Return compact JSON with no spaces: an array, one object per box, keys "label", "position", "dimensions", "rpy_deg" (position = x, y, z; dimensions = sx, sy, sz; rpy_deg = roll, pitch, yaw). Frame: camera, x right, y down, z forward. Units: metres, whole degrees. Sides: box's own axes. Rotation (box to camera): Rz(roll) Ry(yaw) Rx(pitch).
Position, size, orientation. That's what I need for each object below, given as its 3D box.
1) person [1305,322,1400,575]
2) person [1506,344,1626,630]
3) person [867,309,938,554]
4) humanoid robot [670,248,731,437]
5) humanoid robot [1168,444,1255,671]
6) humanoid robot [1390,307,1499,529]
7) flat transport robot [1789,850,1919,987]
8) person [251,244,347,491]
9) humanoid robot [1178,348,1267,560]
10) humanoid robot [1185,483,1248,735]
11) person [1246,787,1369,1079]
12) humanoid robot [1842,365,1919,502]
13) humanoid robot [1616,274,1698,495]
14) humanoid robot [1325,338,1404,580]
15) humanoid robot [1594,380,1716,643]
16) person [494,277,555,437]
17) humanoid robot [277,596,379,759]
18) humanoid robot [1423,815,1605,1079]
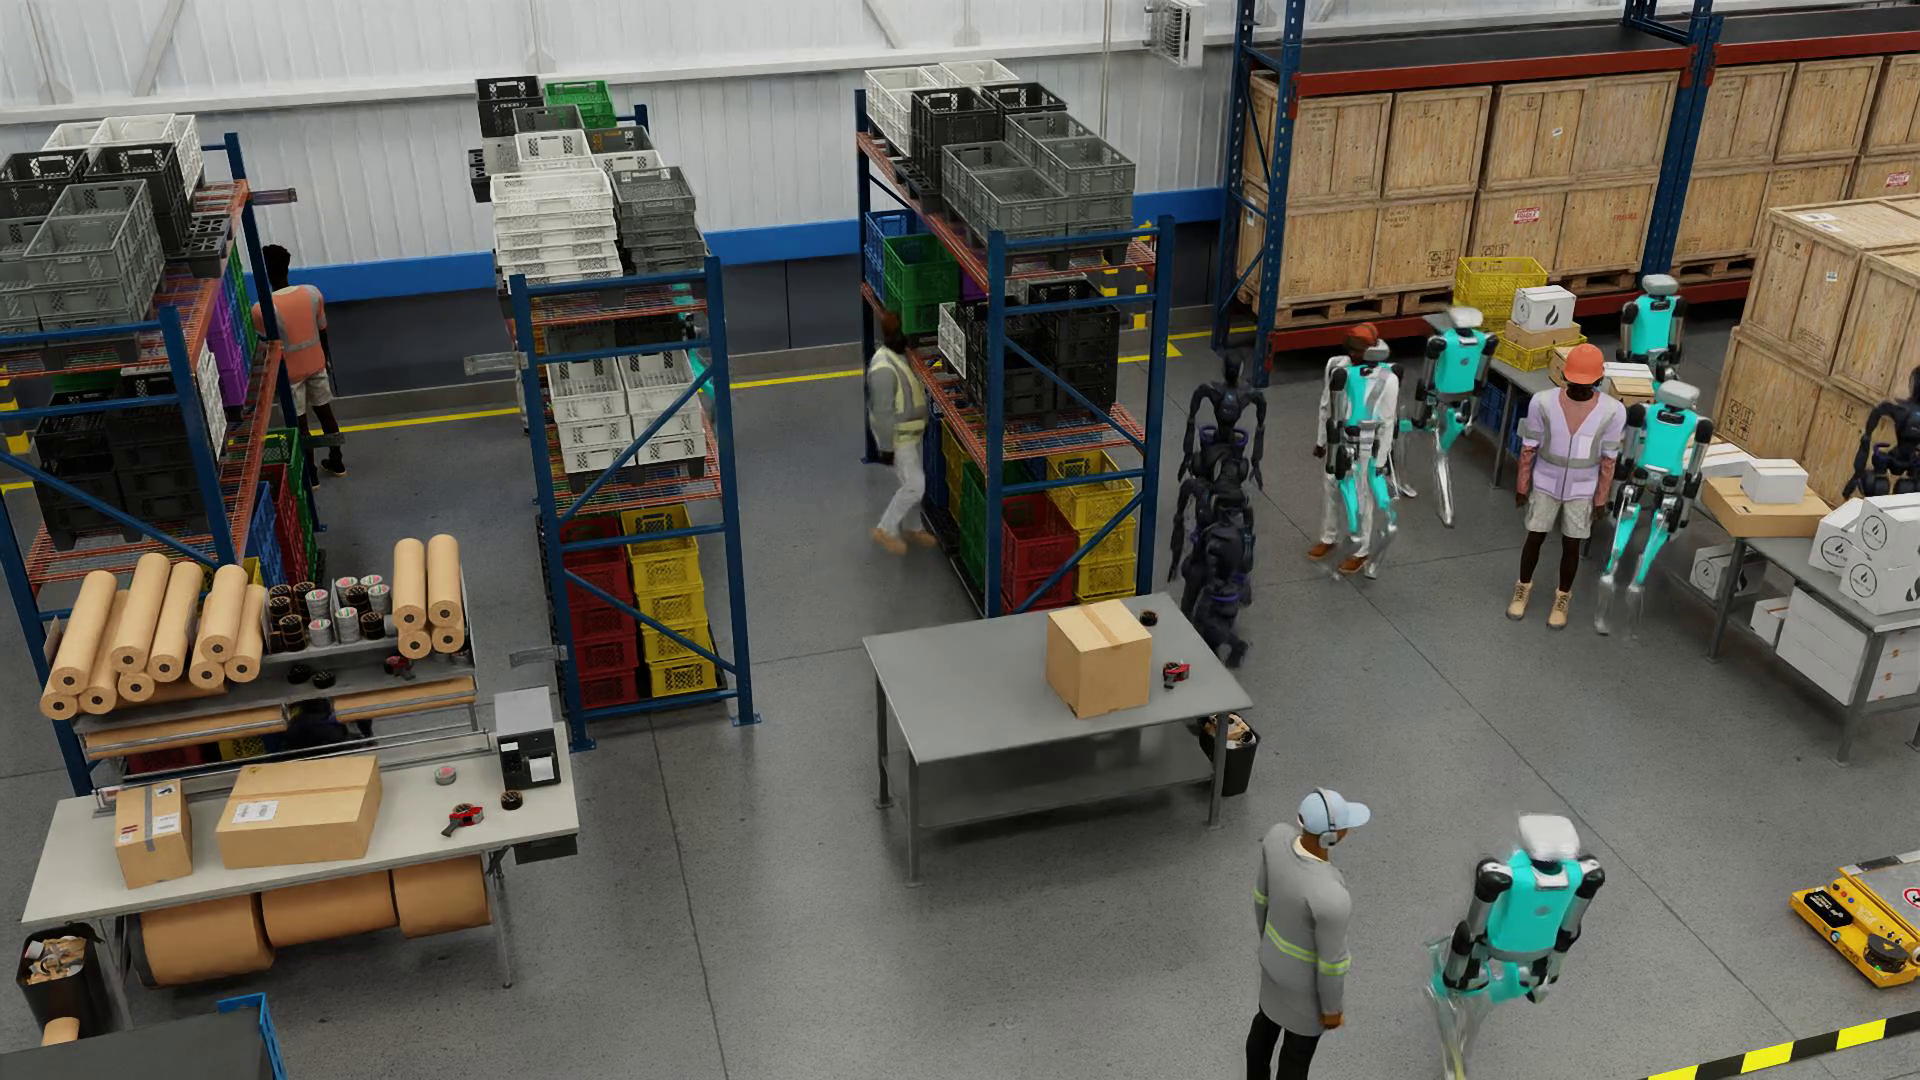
[{"label":"person","position":[2.761,-0.656,11.691],"dimensions":[0.583,1.871,0.350],"rpy_deg":[25,38,38]},{"label":"person","position":[3.973,-0.346,10.968],"dimensions":[0.598,2.035,0.401],"rpy_deg":[11,31,20]},{"label":"person","position":[-0.419,-0.761,11.934],"dimensions":[0.452,1.818,0.646],"rpy_deg":[7,30,13]},{"label":"humanoid robot","position":[-2.065,-1.491,13.367],"dimensions":[0.670,1.825,0.535],"rpy_deg":[5,29,10]},{"label":"humanoid robot","position":[1.610,0.143,10.472],"dimensions":[0.613,1.657,0.522],"rpy_deg":[22,36,34]},{"label":"humanoid robot","position":[3.557,-1.024,12.543],"dimensions":[0.532,1.763,0.948],"rpy_deg":[-5,29,-8]},{"label":"flat transport robot","position":[5.163,1.916,8.676],"dimensions":[1.431,0.231,0.659],"rpy_deg":[-8,30,-14]},{"label":"person","position":[-5.109,-1.329,12.819],"dimensions":[0.363,1.965,0.609],"rpy_deg":[17,33,28]},{"label":"humanoid robot","position":[1.861,-0.605,11.786],"dimensions":[0.599,1.646,0.459],"rpy_deg":[5,29,9]},{"label":"humanoid robot","position":[1.525,0.409,9.950],"dimensions":[0.320,1.655,0.600],"rpy_deg":[12,31,20]},{"label":"person","position":[1.485,1.833,7.182],"dimensions":[0.394,1.853,0.588],"rpy_deg":[-10,30,-17]},{"label":"humanoid robot","position":[6.480,-0.430,11.483],"dimensions":[0.612,1.651,0.334],"rpy_deg":[8,30,15]},{"label":"humanoid robot","position":[5.319,-1.098,12.665],"dimensions":[0.547,1.741,1.044],"rpy_deg":[-7,29,-12]},{"label":"humanoid robot","position":[2.841,-0.449,11.457],"dimensions":[0.543,1.755,0.837],"rpy_deg":[-7,29,-12]},{"label":"humanoid robot","position":[4.448,-0.103,10.857],"dimensions":[0.530,1.802,0.757],"rpy_deg":[18,33,29]},{"label":"person","position":[-3.530,-1.732,13.699],"dimensions":[0.403,1.822,0.587],"rpy_deg":[5,29,10]},{"label":"humanoid robot","position":[-3.421,1.060,8.816],"dimensions":[0.600,1.649,0.732],"rpy_deg":[3,29,5]},{"label":"humanoid robot","position":[2.336,1.837,7.405],"dimensions":[0.548,1.870,0.833],"rpy_deg":[-3,29,-5]}]
